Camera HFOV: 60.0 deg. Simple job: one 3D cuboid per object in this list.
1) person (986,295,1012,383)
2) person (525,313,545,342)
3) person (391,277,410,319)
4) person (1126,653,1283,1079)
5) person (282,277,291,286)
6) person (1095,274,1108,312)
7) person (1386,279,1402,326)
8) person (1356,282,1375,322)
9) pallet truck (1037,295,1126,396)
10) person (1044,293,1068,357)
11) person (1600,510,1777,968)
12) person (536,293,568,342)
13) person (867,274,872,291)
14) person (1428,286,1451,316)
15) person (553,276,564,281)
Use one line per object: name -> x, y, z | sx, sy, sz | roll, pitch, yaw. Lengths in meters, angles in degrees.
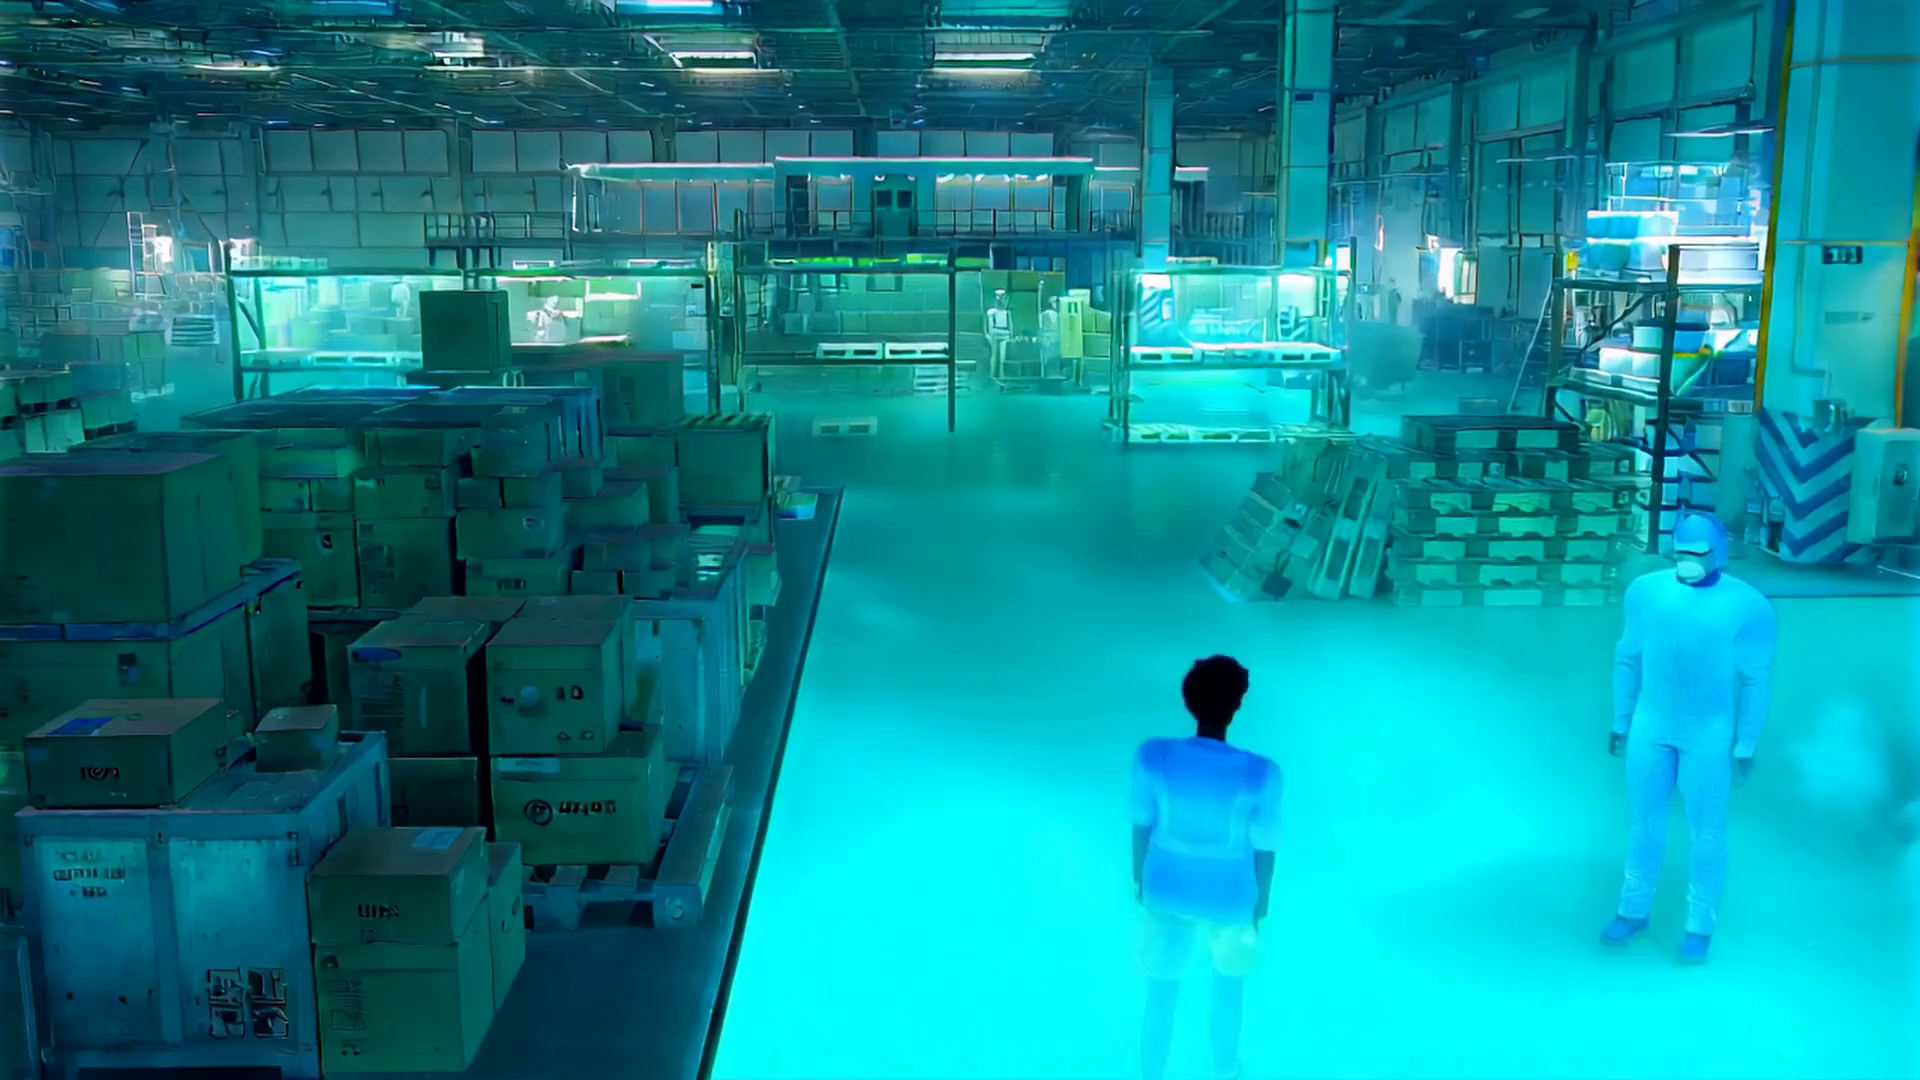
person -> 0.851, -4.334, 35.910 | 0.576, 1.882, 0.355 | -2, 10, -12
person -> -7.185, -2.859, 27.777 | 0.741, 1.844, 0.565 | 0, 10, -1
person -> -20.118, -8.564, 59.746 | 0.597, 1.792, 0.927 | 0, 10, 1
person -> 0.796, 1.217, 5.575 | 0.536, 1.676, 0.740 | 3, 11, 18
person -> -24.676, -8.774, 61.037 | 0.487, 1.740, 0.313 | -1, 10, -8
person -> 4.930, -8.296, 57.916 | 0.392, 1.911, 0.584 | -6, 12, -32
person -> 14.465, -7.780, 55.375 | 0.545, 1.805, 0.885 | 6, 12, 29
person -> 11.874, -6.615, 48.723 | 0.541, 1.842, 0.689 | 4, 11, 21
pallet truck -> 2.483, -3.881, 33.060 | 1.885, 1.965, 0.823 | -7, 13, -36
person -> 2.059, -4.319, 35.677 | 0.605, 1.935, 0.425 | -7, 13, -36
person -> 3.056, 0.824, 7.024 | 0.627, 1.937, 0.372 | 9, 14, 42
person -> -8.150, -3.959, 33.375 | 0.868, 2.000, 0.698 | 7, 13, 36
person -> -3.342, -8.492, 58.956 | 0.542, 1.928, 0.399 | -3, 11, -17
person -> 13.180, -6.059, 45.695 | 0.659, 1.833, 0.431 | 0, 10, -3
person -> -12.880, -7.607, 53.915 | 0.811, 1.968, 0.623 | -8, 13, -38
